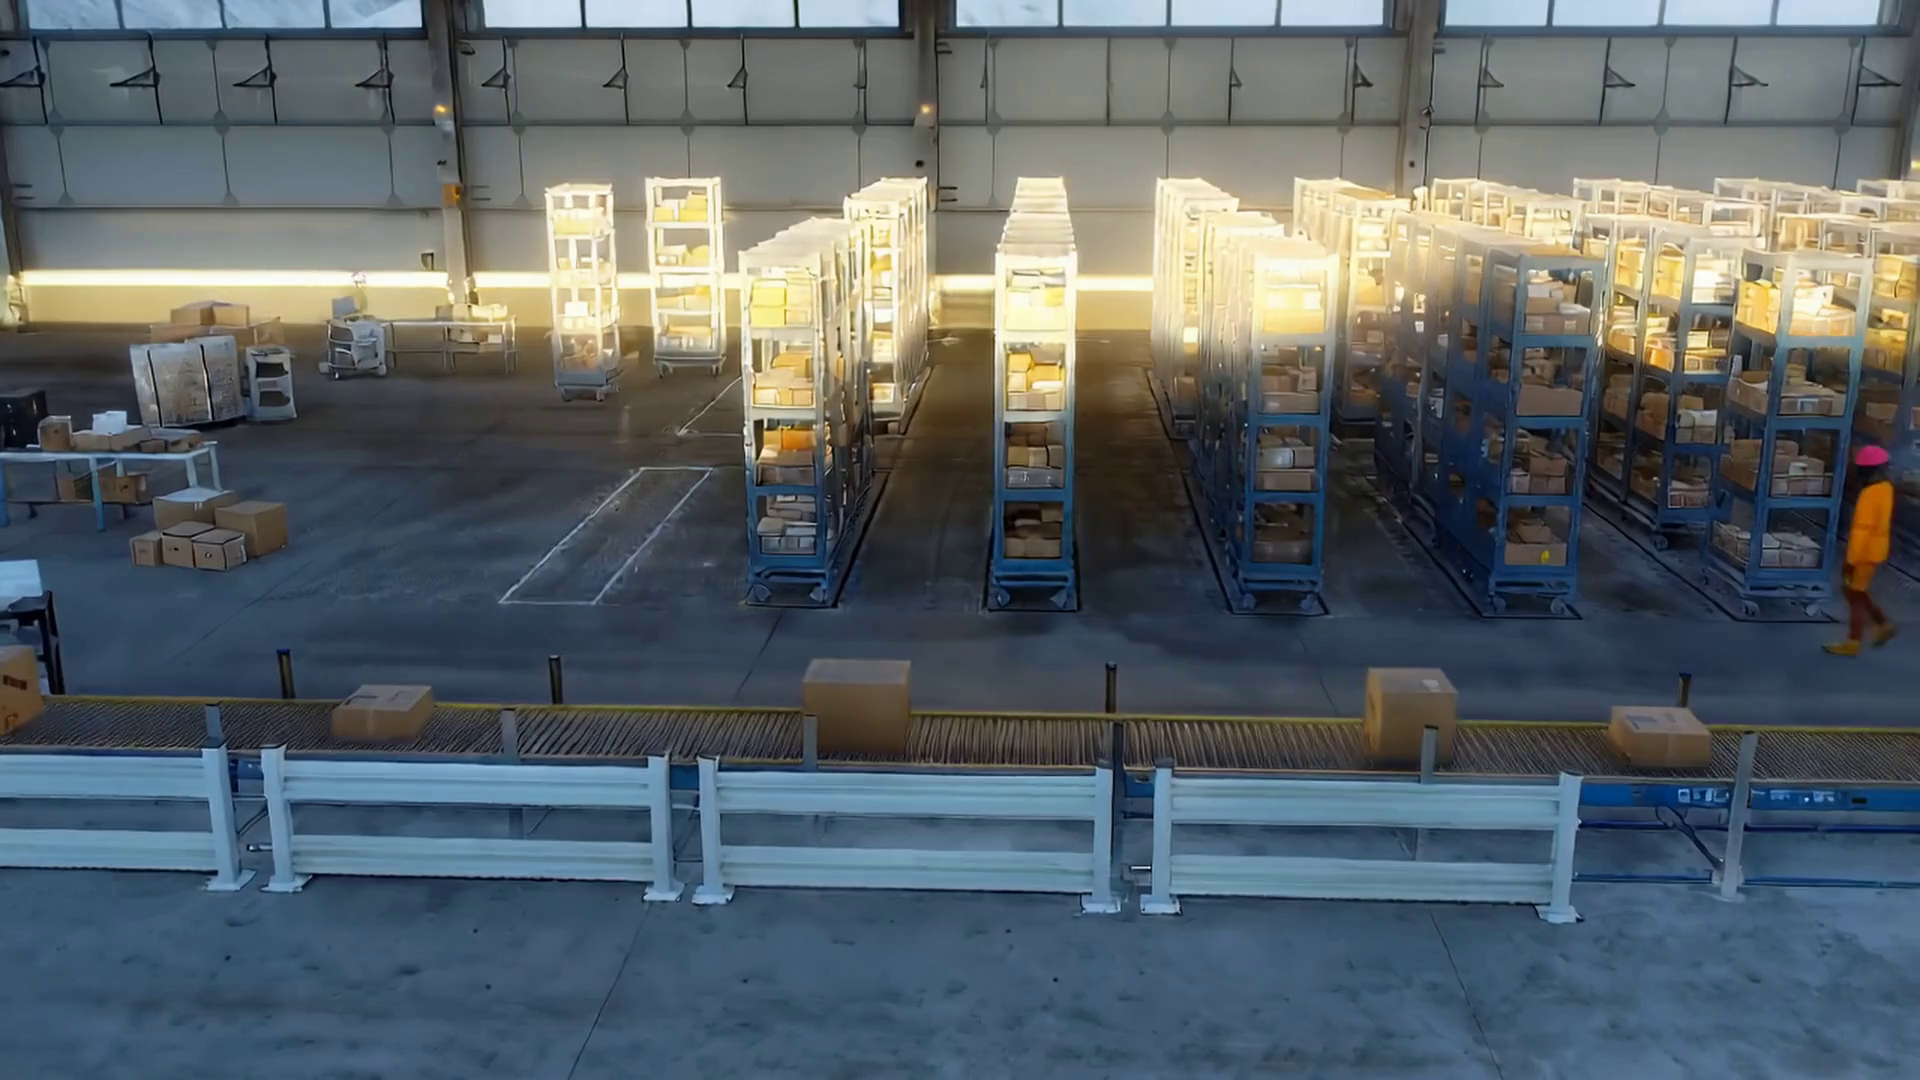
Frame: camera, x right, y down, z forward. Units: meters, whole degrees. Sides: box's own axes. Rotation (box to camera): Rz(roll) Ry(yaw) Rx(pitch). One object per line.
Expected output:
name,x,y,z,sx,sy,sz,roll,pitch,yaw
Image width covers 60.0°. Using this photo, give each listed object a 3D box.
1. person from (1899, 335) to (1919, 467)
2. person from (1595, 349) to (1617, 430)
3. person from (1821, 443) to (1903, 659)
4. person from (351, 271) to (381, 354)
person,13.205,-1.958,23.163,1.056,1.931,0.624,1,15,3
person,9.501,-2.296,24.566,0.372,1.843,0.570,3,15,13
person,8.346,0.122,15.267,0.549,2.026,0.611,11,19,36
person,-11.933,-4.482,32.927,0.787,1.712,0.569,-2,15,-8
